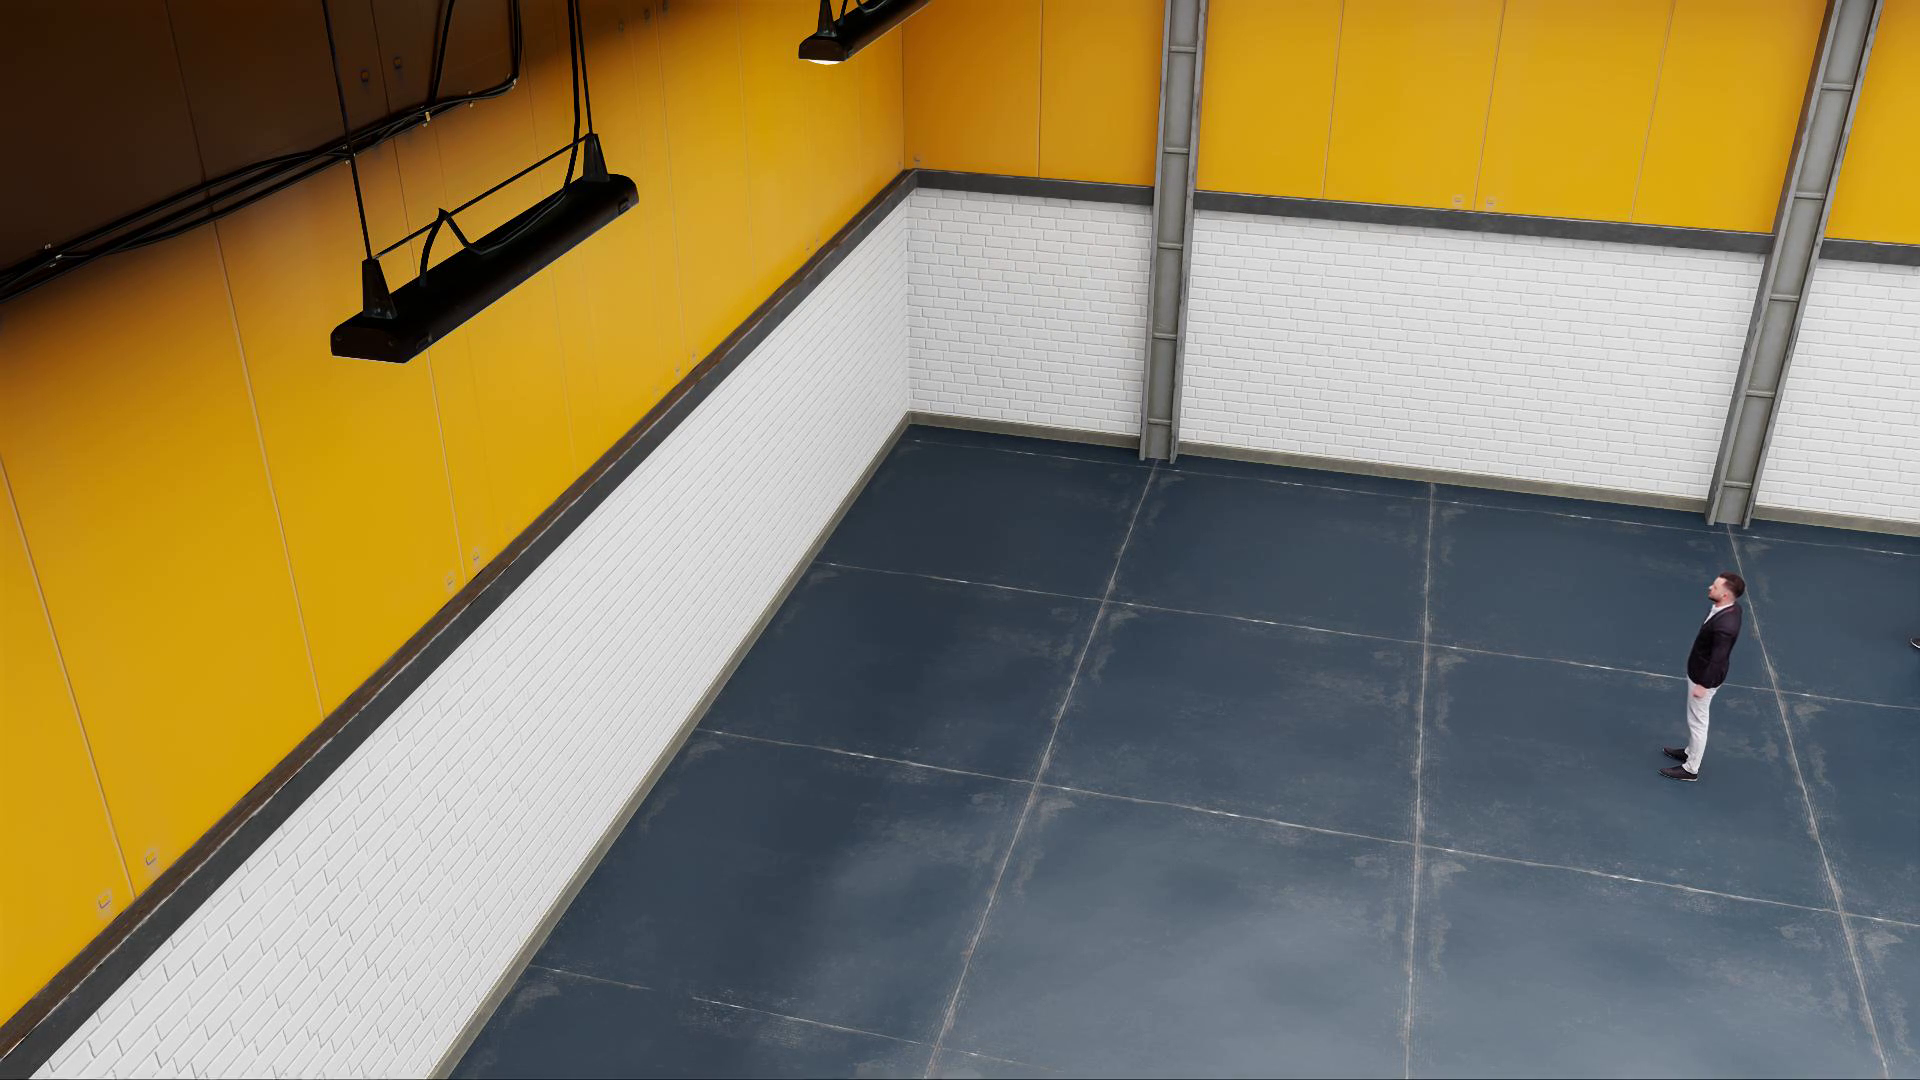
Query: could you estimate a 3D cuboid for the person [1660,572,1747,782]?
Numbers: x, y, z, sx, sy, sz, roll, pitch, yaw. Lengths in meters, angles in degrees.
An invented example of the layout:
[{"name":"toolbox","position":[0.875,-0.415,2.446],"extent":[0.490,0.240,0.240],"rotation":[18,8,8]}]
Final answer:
[{"name":"person","position":[5.934,1.070,13.177],"extent":[0.637,1.845,0.704],"rotation":[14,32,24]}]
